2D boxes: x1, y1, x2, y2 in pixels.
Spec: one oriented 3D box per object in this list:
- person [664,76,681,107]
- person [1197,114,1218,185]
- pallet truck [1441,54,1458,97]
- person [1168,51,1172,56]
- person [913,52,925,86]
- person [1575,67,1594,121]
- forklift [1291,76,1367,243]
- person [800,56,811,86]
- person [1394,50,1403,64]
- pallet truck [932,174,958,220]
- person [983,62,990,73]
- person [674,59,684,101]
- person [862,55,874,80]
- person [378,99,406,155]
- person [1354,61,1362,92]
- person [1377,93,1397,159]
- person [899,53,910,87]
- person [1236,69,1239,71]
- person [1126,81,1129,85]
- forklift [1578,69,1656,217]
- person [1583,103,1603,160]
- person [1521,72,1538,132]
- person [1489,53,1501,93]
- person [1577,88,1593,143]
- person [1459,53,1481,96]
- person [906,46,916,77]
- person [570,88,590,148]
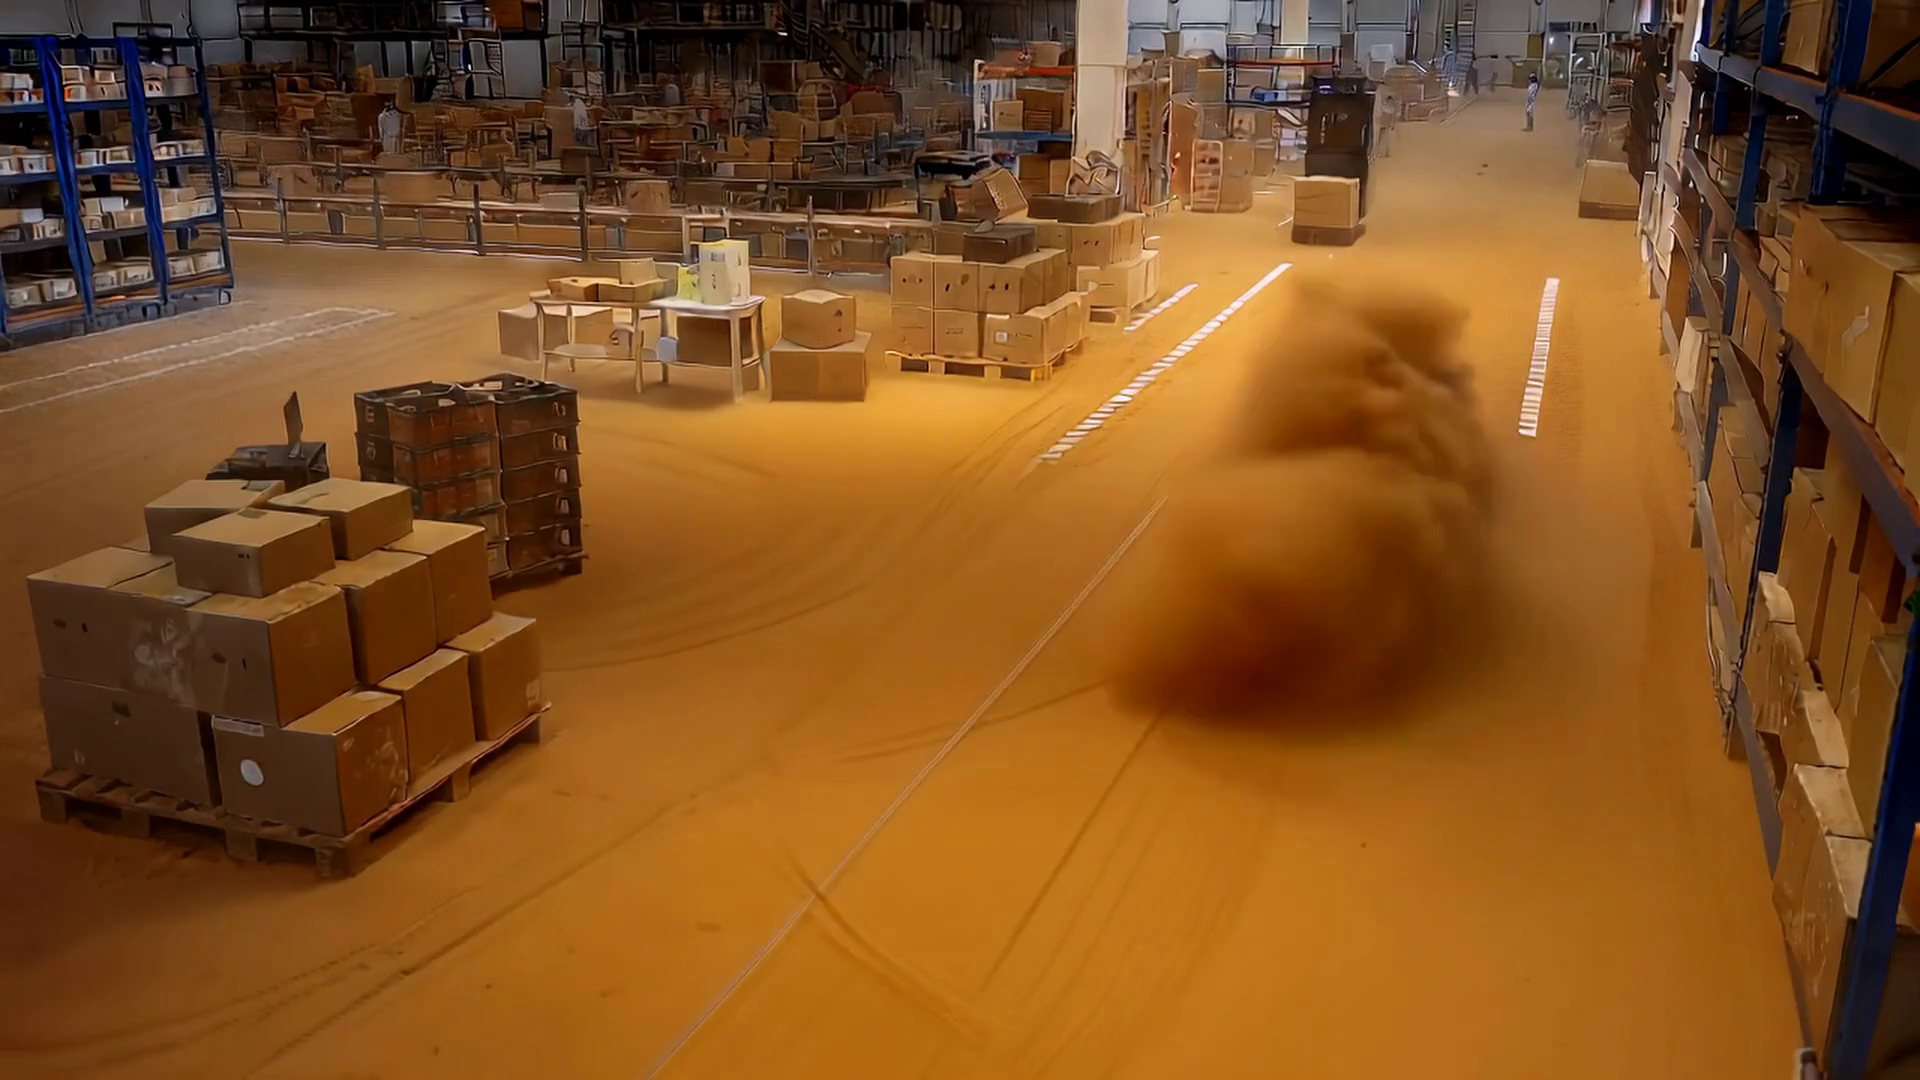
[{"bbox_3d":[-9.680,-14.762,56.258,0.588,1.822,0.403,9,20,26],"label":"person"},{"bbox_3d":[5.792,-9.114,38.816,0.279,1.633,0.497,-10,20,-29],"label":"person"},{"bbox_3d":[22.765,-21.886,78.355,0.823,1.965,1.885,-4,18,-14],"label":"pallet truck"},{"bbox_3d":[11.345,-25.718,90.684,0.631,1.824,0.647,-14,23,-38],"label":"person"},{"bbox_3d":[-2.027,-22.769,81.155,0.652,1.980,0.435,3,18,9],"label":"person"},{"bbox_3d":[22.979,-16.406,61.214,0.606,1.955,0.395,3,18,8],"label":"person"},{"bbox_3d":[6.598,-6.755,29.381,1.129,2.768,1.873,6,19,19],"label":"forklift"},{"bbox_3d":[-7.108,-21.498,77.291,0.711,1.894,0.615,-11,21,-32],"label":"person"},{"bbox_3d":[23.743,-25.565,90.131,0.534,1.864,0.310,7,19,21],"label":"person"},{"bbox_3d":[-0.507,-5.292,27.348,0.653,1.274,1.630,6,19,19],"label":"pallet truck"},{"bbox_3d":[1.297,-21.280,76.885,0.659,1.716,0.511,-8,19,-24],"label":"person"},{"bbox_3d":[-12.747,-20.723,74.962,0.573,1.833,0.523,-10,20,-27],"label":"person"},{"bbox_3d":[-4.557,-22.802,81.438,0.586,1.860,0.732,12,21,33],"label":"person"},{"bbox_3d":[-13.561,-9.583,39.868,0.401,1.899,0.635,16,23,40],"label":"person"},{"bbox_3d":[16.658,-19.127,69.812,0.390,1.930,0.540,9,20,26],"label":"person"},{"bbox_3d":[11.705,-11.336,45.583,0.523,1.769,0.315,0,18,0],"label":"person"},{"bbox_3d":[-2.768,-23.220,82.672,0.586,1.916,0.523,0,18,1],"label":"person"},{"bbox_3d":[10.205,-16.463,61.556,0.515,1.854,0.529,8,19,23],"label":"person"},{"bbox_3d":[7.694,-21.722,78.115,0.980,1.832,0.598,-5,18,-17],"label":"person"},{"bbox_3d":[13.219,-7.740,32.475,1.873,2.768,1.129,6,19,18],"label":"forklift"},{"bbox_3d":[16.789,-10.792,44.158,0.496,1.596,0.879,6,19,19],"label":"person"},{"bbox_3d":[19.207,-14.764,56.077,0.357,1.938,0.545,13,22,36],"label":"person"},{"bbox_3d":[26.613,-23.224,82.676,0.388,1.926,0.590,-6,19,-18],"label":"person"},{"bbox_3d":[19.335,-13.125,51.411,0.311,1.638,0.523,-1,18,-3],"label":"person"},{"bbox_3d":[24.598,-22.380,79.837,1.050,2.000,0.691,-2,18,-5],"label":"person"},{"bbox_3d":[-2.995,-29.211,101.638,0.621,1.837,0.429,-7,19,-20],"label":"person"},{"bbox_3d":[-9.900,-10.792,43.546,1.036,1.976,0.712,-5,18,-14],"label":"person"}]
